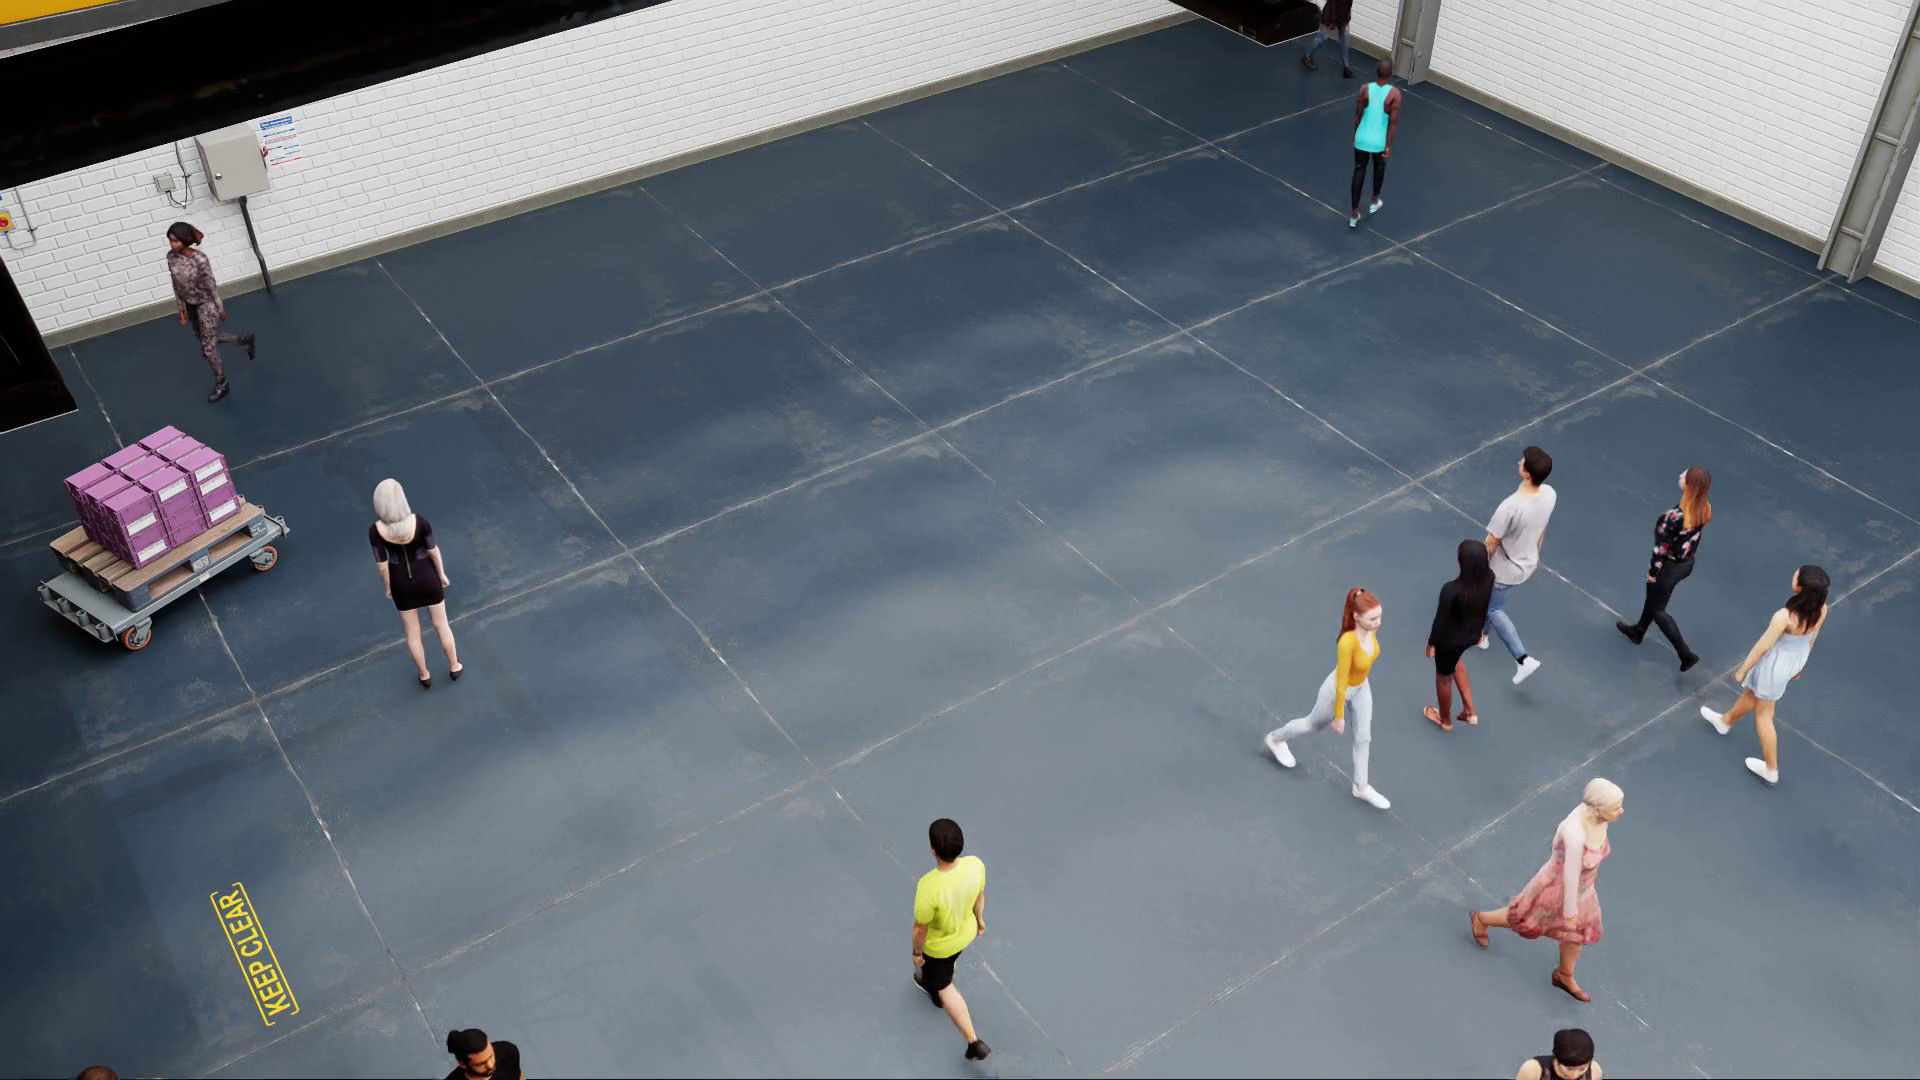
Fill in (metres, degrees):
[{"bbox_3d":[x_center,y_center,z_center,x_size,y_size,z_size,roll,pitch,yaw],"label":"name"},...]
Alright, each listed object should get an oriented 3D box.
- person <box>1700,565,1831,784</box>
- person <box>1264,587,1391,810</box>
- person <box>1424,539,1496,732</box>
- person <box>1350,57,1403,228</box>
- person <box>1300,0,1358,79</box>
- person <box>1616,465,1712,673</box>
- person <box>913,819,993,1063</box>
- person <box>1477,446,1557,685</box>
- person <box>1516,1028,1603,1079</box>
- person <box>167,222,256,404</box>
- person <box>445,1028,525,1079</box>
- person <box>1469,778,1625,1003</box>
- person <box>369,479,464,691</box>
[{"bbox_3d":[5.506,0.912,11.125,0.727,1.701,1.041,-16,41,-19],"label":"person"},{"bbox_3d":[2.453,0.991,11.021,1.248,1.707,0.812,29,47,31],"label":"person"},{"bbox_3d":[3.449,0.728,11.355,0.638,1.700,0.665,-19,42,-22],"label":"person"},{"bbox_3d":[4.260,-4.112,17.344,0.920,1.791,0.927,14,41,17],"label":"person"},{"bbox_3d":[4.582,-6.511,20.502,1.071,1.597,0.699,32,48,33],"label":"person"},{"bbox_3d":[5.205,0.230,12.012,0.621,1.660,0.985,-20,43,-23],"label":"person"},{"bbox_3d":[-0.024,2.269,9.440,0.674,1.683,1.044,-28,46,-30],"label":"person"},{"bbox_3d":[4.004,0.197,11.890,0.719,1.864,1.085,-20,43,-24],"label":"person"},{"bbox_3d":[2.996,2.966,8.670,0.986,1.555,1.110,1,39,1],"label":"person"},{"bbox_3d":[-6.726,-2.103,14.905,1.004,1.694,0.937,15,41,18],"label":"person"},{"bbox_3d":[-2.415,3.009,8.472,1.204,1.735,0.838,29,47,31],"label":"person"},{"bbox_3d":[3.464,1.998,9.802,0.716,1.655,1.106,-31,48,-33],"label":"person"},{"bbox_3d":[-3.859,0.310,11.775,0.640,1.830,0.589,-12,40,-14],"label":"person"}]
